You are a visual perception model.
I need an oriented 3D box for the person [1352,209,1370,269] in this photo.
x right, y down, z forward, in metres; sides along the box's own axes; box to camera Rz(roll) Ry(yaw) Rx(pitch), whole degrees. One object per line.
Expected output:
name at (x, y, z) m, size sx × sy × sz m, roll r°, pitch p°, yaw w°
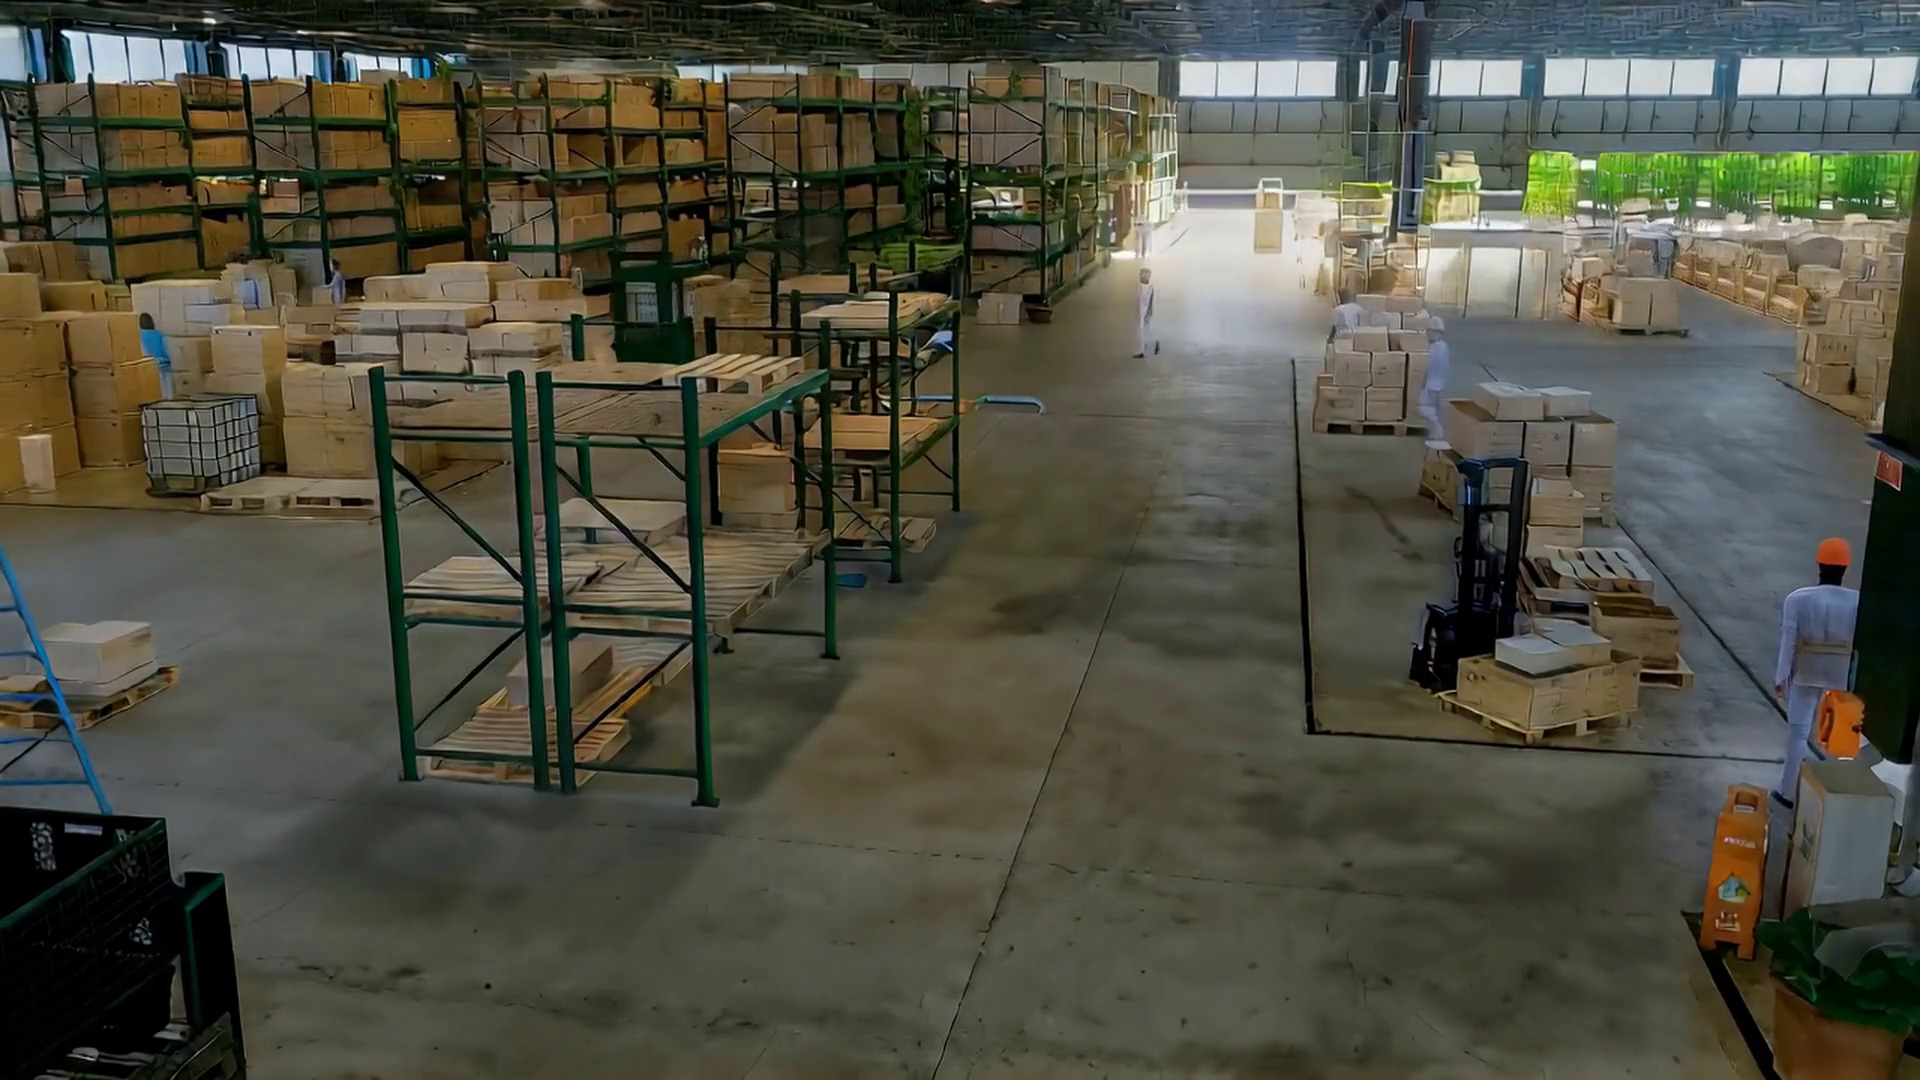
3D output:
person at (13.640, -10.213, 56.448) m, size 0.794 × 2.016 × 0.610 m, roll -4°, pitch 14°, yaw -14°

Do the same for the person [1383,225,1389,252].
person at (14.423, -9.884, 55.925) m, size 0.287 × 1.626 × 0.497 m, roll -10°, pitch 17°, yaw -35°

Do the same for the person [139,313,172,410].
person at (-12.661, -2.634, 26.068) m, size 0.429 × 1.843 × 0.634 m, roll 12°, pitch 18°, yaw 41°

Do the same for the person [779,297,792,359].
person at (-3.599, -4.484, 33.980) m, size 0.450 × 1.625 × 0.555 m, roll 2°, pitch 14°, yaw 8°

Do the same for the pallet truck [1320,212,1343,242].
pallet truck at (15.874, -13.227, 70.310) m, size 0.680 × 1.201 × 1.601 m, roll 10°, pitch 17°, yaw 35°

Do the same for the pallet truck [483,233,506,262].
pallet truck at (-11.832, -7.026, 43.548) m, size 1.885 × 1.965 × 0.823 m, roll 8°, pitch 16°, yaw 28°

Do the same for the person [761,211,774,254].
person at (-7.292, -11.662, 63.144) m, size 0.497 × 1.626 × 0.287 m, roll -1°, pitch 14°, yaw -5°

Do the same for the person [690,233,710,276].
person at (-6.981, -7.262, 44.629) m, size 0.547 × 1.938 × 0.379 m, roll 3°, pitch 14°, yaw 13°

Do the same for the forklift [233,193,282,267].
forklift at (-20.408, -8.774, 48.824) m, size 1.129 × 2.768 × 1.873 m, roll 3°, pitch 14°, yaw 10°

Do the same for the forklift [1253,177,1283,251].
forklift at (12.083, -12.747, 64.956) m, size 1.129 × 2.768 × 1.873 m, roll 3°, pitch 14°, yaw 10°

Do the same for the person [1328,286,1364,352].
person at (6.918, -3.553, 29.647) m, size 0.607 × 1.917 × 1.021 m, roll -6°, pitch 15°, yaw -24°

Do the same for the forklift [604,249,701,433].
forklift at (-4.893, -3.084, 25.724) m, size 1.129 × 2.768 × 1.873 m, roll 3°, pitch 14°, yaw 10°

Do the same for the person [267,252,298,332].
person at (-15.264, -5.517, 37.545) m, size 0.632 × 1.938 × 0.368 m, roll -3°, pitch 14°, yaw -11°

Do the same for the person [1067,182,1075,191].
person at (6.007, -18.633, 90.902) m, size 0.628 × 1.896 × 0.939 m, roll 1°, pitch 14°, yaw 5°

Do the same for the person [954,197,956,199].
person at (-0.026, -18.721, 91.414) m, size 0.594 × 1.817 × 0.431 m, roll -6°, pitch 15°, yaw -24°

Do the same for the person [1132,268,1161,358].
person at (3.858, -4.666, 34.266) m, size 0.516 × 1.854 × 0.552 m, roll -6°, pitch 15°, yaw -24°

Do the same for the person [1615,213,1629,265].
person at (23.119, -10.516, 58.098) m, size 0.608 × 1.813 × 0.403 m, roll -13°, pitch 19°, yaw -43°

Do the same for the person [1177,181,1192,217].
person at (12.254, -18.631, 90.813) m, size 0.673 × 1.934 × 1.035 m, roll -13°, pitch 19°, yaw -43°

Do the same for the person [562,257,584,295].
person at (-9.362, -6.025, 40.238) m, size 0.522 × 1.631 × 0.317 m, roll -1°, pitch 14°, yaw -2°

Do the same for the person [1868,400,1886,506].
person at (11.651, -1.377, 20.524) m, size 0.605 × 2.000 × 0.699 m, roll 12°, pitch 18°, yaw 40°

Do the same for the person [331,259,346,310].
person at (-14.476, -5.691, 38.744) m, size 0.316 × 1.696 × 0.541 m, roll -6°, pitch 15°, yaw -24°

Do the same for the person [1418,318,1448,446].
person at (7.013, -2.308, 24.552) m, size 0.485 × 1.925 × 0.561 m, roll 10°, pitch 17°, yaw 35°

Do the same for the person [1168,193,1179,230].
person at (10.119, -15.559, 78.775) m, size 0.538 × 1.715 × 0.945 m, roll 3°, pitch 14°, yaw 12°

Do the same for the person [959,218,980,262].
person at (0.310, -10.725, 59.283) m, size 0.883 × 1.648 × 0.546 m, roll 1°, pitch 14°, yaw 3°

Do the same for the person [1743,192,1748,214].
person at (37.693, -15.864, 79.769) m, size 0.590 × 1.833 × 0.403 m, roll -6°, pitch 15°, yaw -23°

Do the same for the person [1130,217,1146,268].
person at (6.153, -10.202, 57.018) m, size 0.539 × 1.708 × 0.932 m, roll -6°, pitch 15°, yaw -21°

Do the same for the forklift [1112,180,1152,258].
forklift at (6.082, -11.722, 60.796) m, size 1.873 × 2.768 × 1.129 m, roll 2°, pitch 14°, yaw 9°

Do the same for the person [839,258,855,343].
person at (-2.393, -5.197, 36.329) m, size 0.467 × 1.903 × 0.592 m, roll 9°, pitch 17°, yaw 33°

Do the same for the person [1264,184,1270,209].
person at (16.689, -18.441, 90.394) m, size 0.339 × 1.749 × 0.573 m, roll 4°, pitch 14°, yaw 14°

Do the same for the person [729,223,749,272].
person at (-7.377, -9.765, 55.331) m, size 0.482 × 1.673 × 0.723 m, roll 6°, pitch 15°, yaw 23°

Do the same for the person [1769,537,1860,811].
person at (5.890, 0.926, 11.404) m, size 0.594 × 1.925 × 0.369 m, roll 2°, pitch 14°, yaw 7°

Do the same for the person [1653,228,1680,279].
person at (20.234, -7.989, 47.668) m, size 0.659 × 1.893 × 0.620 m, roll 5°, pitch 15°, yaw 19°

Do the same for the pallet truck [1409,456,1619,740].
pallet truck at (4.504, 0.400, 13.395) m, size 0.823 × 1.965 × 1.885 m, roll -6°, pitch 15°, yaw -23°
